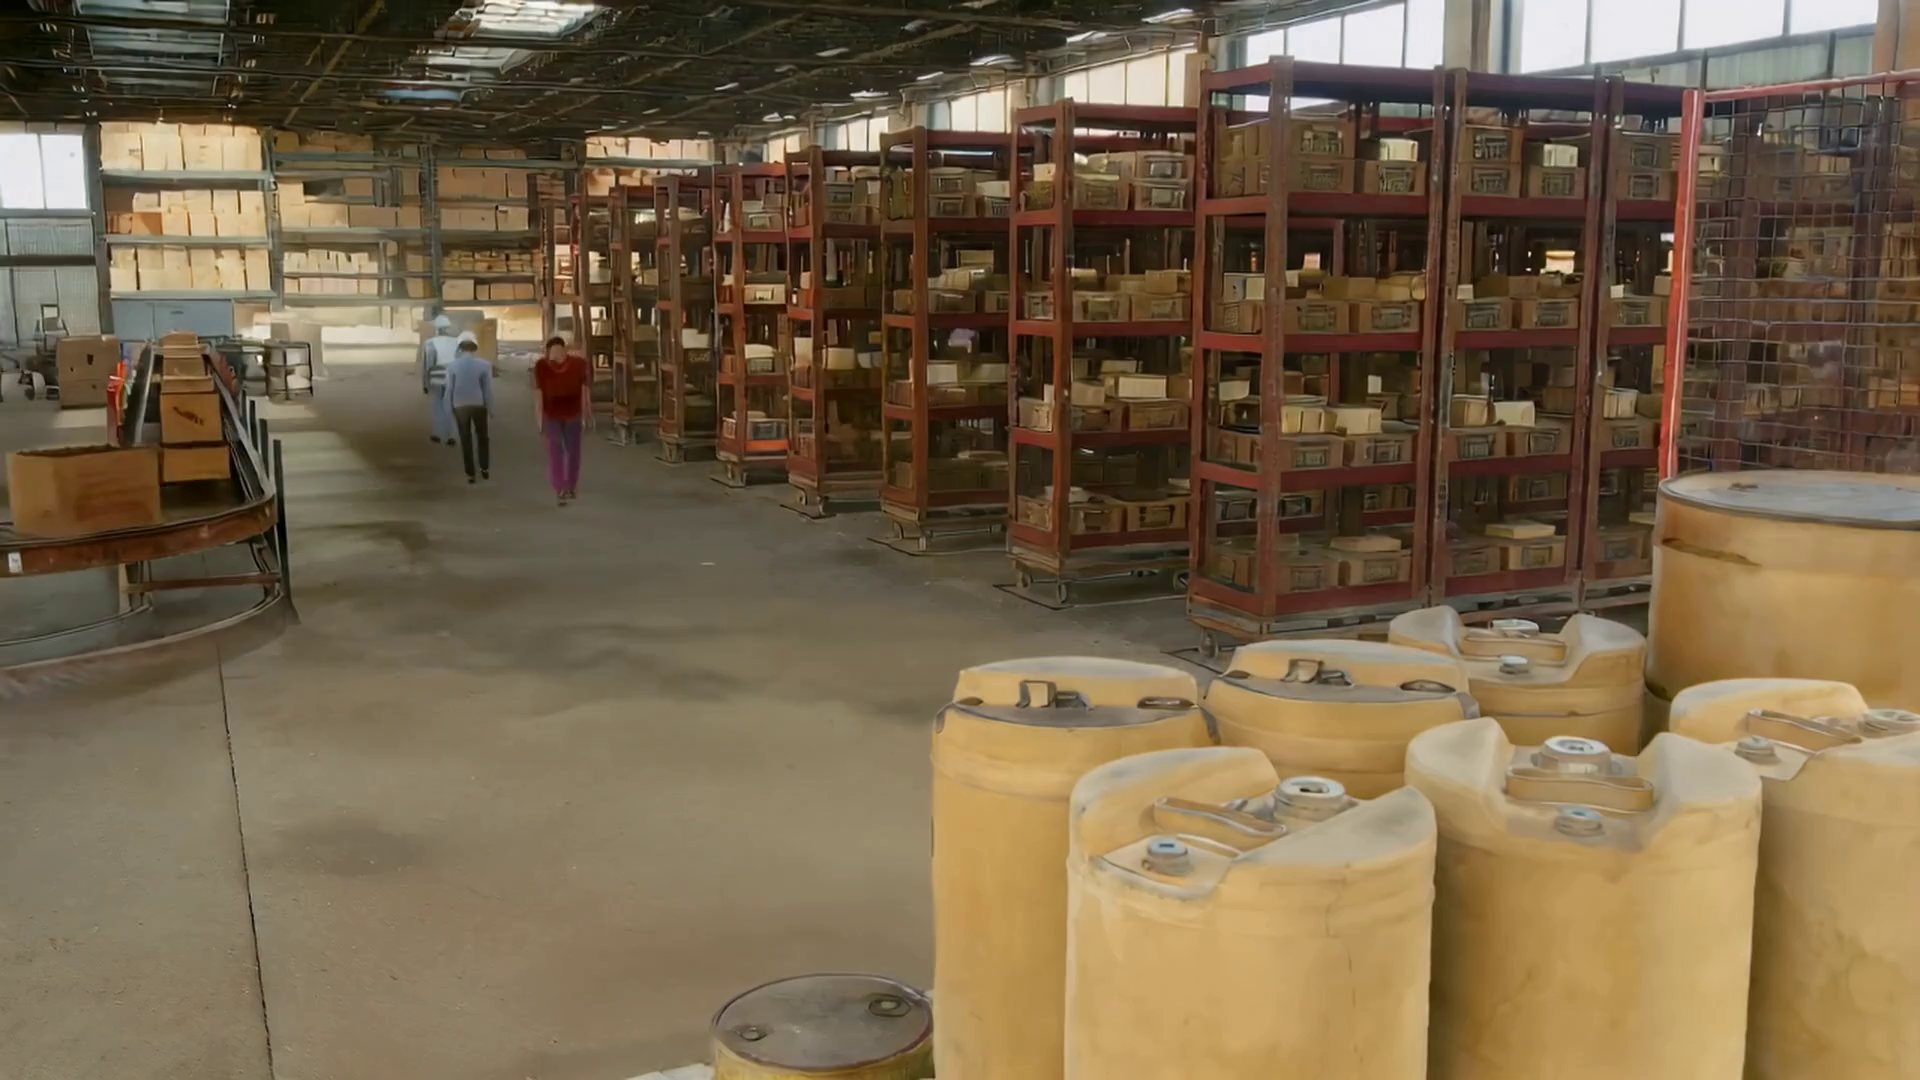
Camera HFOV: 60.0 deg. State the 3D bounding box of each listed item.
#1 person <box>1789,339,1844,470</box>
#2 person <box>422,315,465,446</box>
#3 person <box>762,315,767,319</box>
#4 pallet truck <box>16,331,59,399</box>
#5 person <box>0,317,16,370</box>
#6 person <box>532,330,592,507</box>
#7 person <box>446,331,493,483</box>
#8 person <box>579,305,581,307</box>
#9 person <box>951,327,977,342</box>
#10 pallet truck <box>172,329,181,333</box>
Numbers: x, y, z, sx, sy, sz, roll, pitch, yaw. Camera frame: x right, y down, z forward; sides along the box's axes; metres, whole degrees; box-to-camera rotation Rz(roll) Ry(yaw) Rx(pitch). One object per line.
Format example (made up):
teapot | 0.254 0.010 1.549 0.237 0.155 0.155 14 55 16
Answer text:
person | 7.415 -0.833 14.204 0.625 1.949 1.025 -3 10 -19
person | -7.212 -2.225 23.222 0.629 1.799 0.817 -5 10 -26
person | -4.631 -4.792 39.721 0.360 1.613 0.564 5 10 27
pallet truck | -17.082 -3.353 31.781 1.630 1.274 0.653 -4 10 -25
person | -23.052 -4.884 39.877 0.488 1.748 0.537 -5 11 -30
person | -4.137 -1.281 17.307 0.579 1.822 0.717 -2 9 -14
person | -5.664 -1.541 19.231 0.517 1.727 0.770 -3 10 -17
person | -11.368 -6.654 50.680 0.682 1.814 0.607 -9 13 -44
person | 0.049 -2.102 21.807 0.549 2.026 0.611 -6 11 -31
pallet truck | -17.275 -3.851 35.096 1.601 1.201 0.680 0 9 1
